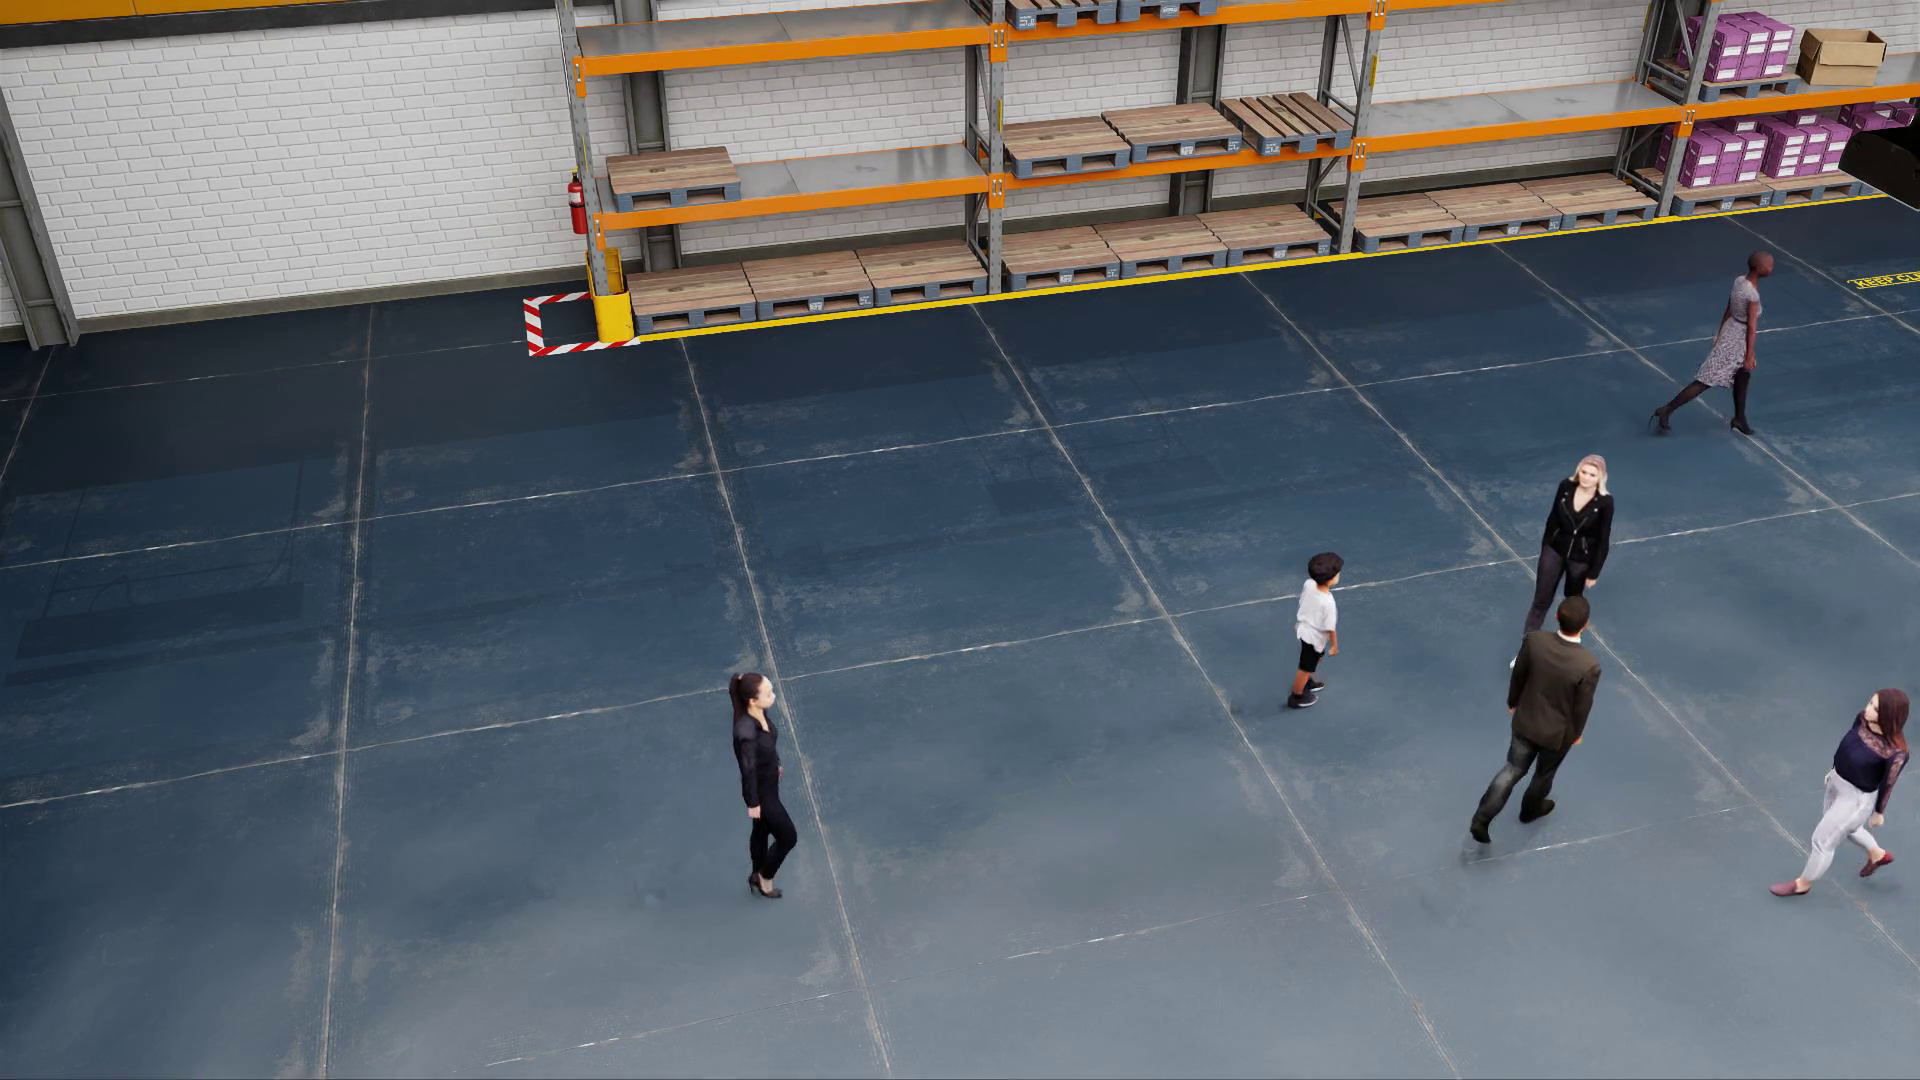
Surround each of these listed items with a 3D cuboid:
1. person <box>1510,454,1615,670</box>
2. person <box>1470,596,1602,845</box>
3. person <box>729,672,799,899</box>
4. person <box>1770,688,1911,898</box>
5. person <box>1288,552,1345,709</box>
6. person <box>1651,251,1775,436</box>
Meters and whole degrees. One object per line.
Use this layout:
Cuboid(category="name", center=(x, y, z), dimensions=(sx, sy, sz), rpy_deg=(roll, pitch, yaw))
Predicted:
Cuboid(category="person", center=(4.396, 0.114, 11.870), dimensions=(1.021, 1.643, 1.148), rpy_deg=(23, 40, 31))
Cuboid(category="person", center=(3.522, 1.157, 10.181), dimensions=(1.157, 1.776, 0.967), rpy_deg=(-27, 42, -35))
Cuboid(category="person", center=(-1.243, 1.471, 9.771), dimensions=(0.659, 1.706, 0.666), rpy_deg=(1, 34, 1))
Cuboid(category="person", center=(5.324, 1.506, 9.827), dimensions=(1.026, 1.587, 0.786), rpy_deg=(1, 34, 2))
Cuboid(category="person", center=(2.383, 0.637, 11.440), dimensions=(0.579, 1.247, 0.521), rpy_deg=(-12, 35, -17))
Cuboid(category="person", center=(6.599, -1.654, 14.437), dimensions=(1.262, 1.746, 0.946), rpy_deg=(4, 34, 6))
